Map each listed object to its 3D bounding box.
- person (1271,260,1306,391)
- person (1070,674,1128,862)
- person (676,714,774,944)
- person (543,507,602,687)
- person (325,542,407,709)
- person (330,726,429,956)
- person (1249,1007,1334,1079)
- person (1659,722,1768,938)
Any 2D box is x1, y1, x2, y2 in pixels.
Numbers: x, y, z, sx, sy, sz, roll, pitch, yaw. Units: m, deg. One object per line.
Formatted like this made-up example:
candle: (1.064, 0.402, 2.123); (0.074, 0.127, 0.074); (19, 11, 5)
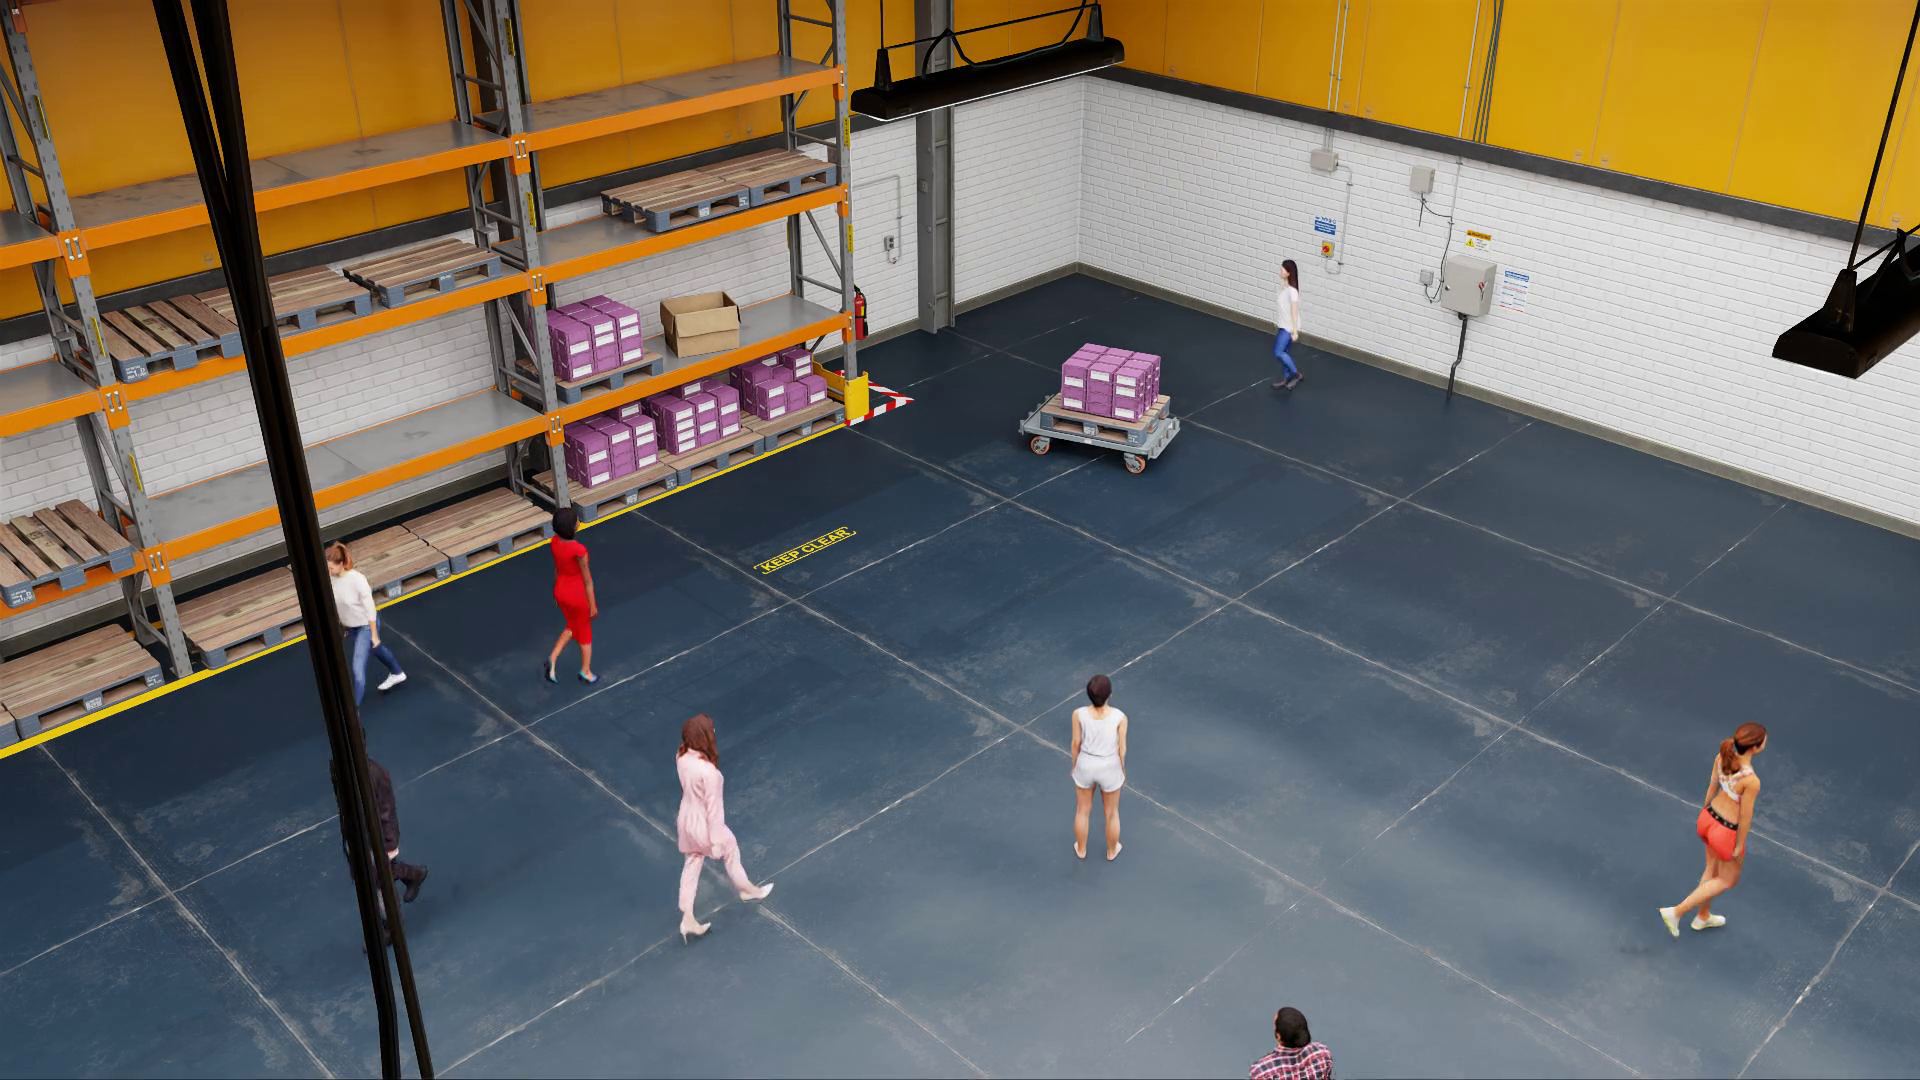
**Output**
person: (4.029, -2.540, 20.011); (0.855, 1.666, 0.797); (1, 29, 1)
person: (1.021, 1.692, 12.321); (0.666, 1.602, 0.702); (5, 29, 9)
person: (-1.854, 2.040, 11.507); (0.984, 1.769, 0.629); (-25, 37, -38)
person: (-3.385, 0.554, 14.272); (0.617, 1.731, 0.799); (22, 35, 34)
person: (-4.991, 0.728, 14.039); (0.887, 1.648, 1.286); (16, 32, 26)
person: (-4.008, 2.002, 11.521); (0.822, 1.823, 0.982); (18, 33, 30)
person: (1.838, 3.322, 9.199); (1.178, 1.730, 1.111); (-8, 30, -14)
person: (5.208, 2.039, 11.504); (0.965, 1.775, 0.812); (-9, 30, -15)
